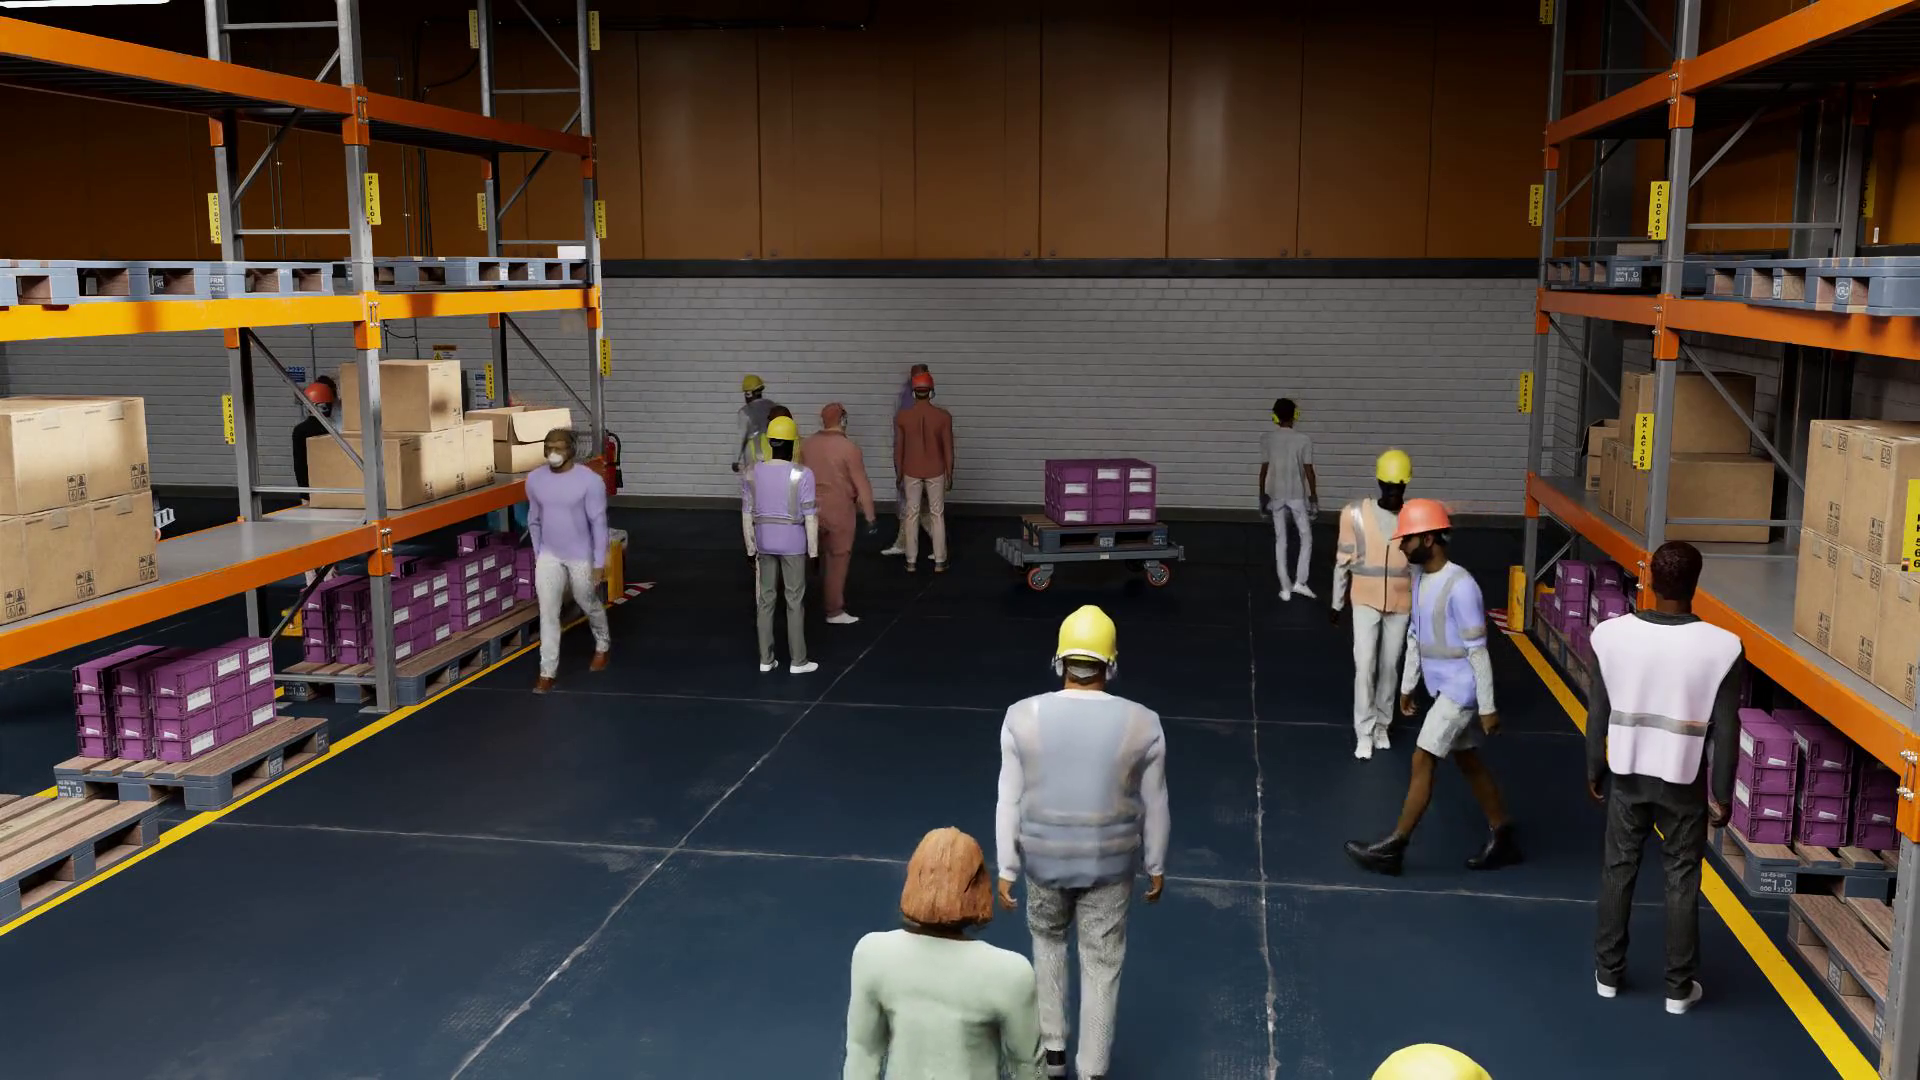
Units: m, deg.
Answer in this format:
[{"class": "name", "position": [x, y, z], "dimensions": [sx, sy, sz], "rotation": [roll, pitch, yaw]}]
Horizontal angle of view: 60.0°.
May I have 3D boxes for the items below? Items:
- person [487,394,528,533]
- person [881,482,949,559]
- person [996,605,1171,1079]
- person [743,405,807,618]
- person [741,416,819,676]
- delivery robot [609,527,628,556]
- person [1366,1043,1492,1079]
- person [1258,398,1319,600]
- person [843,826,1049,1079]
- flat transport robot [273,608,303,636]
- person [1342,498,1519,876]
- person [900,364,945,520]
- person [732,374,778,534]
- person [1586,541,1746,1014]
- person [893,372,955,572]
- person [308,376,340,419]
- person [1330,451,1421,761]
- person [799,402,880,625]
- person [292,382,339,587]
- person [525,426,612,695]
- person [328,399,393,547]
[{"class": "person", "position": [-4.456, -0.602, 16.709], "dimensions": [0.859, 1.811, 0.568], "rotation": [-5, 10, -28]}, {"class": "person", "position": [-0.445, -0.593, 17.301], "dimensions": [0.694, 1.600, 0.553], "rotation": [-1, 9, -5]}, {"class": "person", "position": [0.451, 1.122, 6.028], "dimensions": [0.616, 1.809, 0.618], "rotation": [1, 9, 7]}, {"class": "person", "position": [-1.554, -0.245, 14.377], "dimensions": [0.623, 1.844, 0.429], "rotation": [-2, 10, -15]}, {"class": "person", "position": [-1.315, 0.044, 12.321], "dimensions": [0.594, 1.926, 0.367], "rotation": [3, 10, 18]}, {"class": "delivery robot", "position": [-3.483, 0.046, 16.245], "dimensions": [0.477, 0.478, 0.707], "rotation": [0, 9, 3]}, {"class": "person", "position": [0.750, 1.674, 2.770], "dimensions": [0.522, 1.769, 0.311], "rotation": [-9, 13, -43]}, {"class": "person", "position": [2.967, -0.356, 15.094], "dimensions": [0.570, 1.835, 0.459], "rotation": [4, 10, 25]}, {"class": "person", "position": [-0.032, 1.518, 4.296], "dimensions": [0.518, 1.583, 0.896], "rotation": [4, 10, 22]}, {"class": "flat transport robot", "position": [-5.118, 0.587, 14.073], "dimensions": [0.652, 0.197, 1.431], "rotation": [2, 9, 9]}, {"class": "person", "position": [2.364, 0.734, 8.205], "dimensions": [0.981, 1.869, 0.581], "rotation": [-1, 9, -4]}, {"class": "person", "position": [-0.418, -1.150, 19.808], "dimensions": [0.662, 1.885, 0.678], "rotation": [-1, 9, -6]}, {"class": "person", "position": [-2.303, -0.972, 18.924], "dimensions": [0.411, 1.822, 0.624], "rotation": [8, 12, 39]}, {"class": "person", "position": [2.832, 0.957, 6.748], "dimensions": [0.588, 1.913, 0.378], "rotation": [6, 11, 35]}, {"class": "person", "position": [-0.355, -0.673, 16.538], "dimensions": [0.608, 1.996, 0.376], "rotation": [0, 9, 2]}, {"class": "person", "position": [-7.219, -0.991, 19.110], "dimensions": [0.433, 1.806, 0.705], "rotation": [0, 9, -3]}, {"class": "person", "position": [2.603, 0.405, 10.174], "dimensions": [0.625, 1.895, 0.796], "rotation": [1, 9, 8]}, {"class": "person", "position": [-1.004, -0.221, 14.085], "dimensions": [0.700, 1.891, 0.490], "rotation": [9, 13, 43]}, {"class": "person", "position": [-5.717, -0.413, 14.934], "dimensions": [0.609, 1.996, 0.379], "rotation": [7, 11, 36]}, {"class": "person", "position": [-2.817, 0.102, 12.106], "dimensions": [0.644, 1.899, 1.005], "rotation": [2, 9, 11]}, {"class": "person", "position": [-6.595, -0.867, 18.043], "dimensions": [0.933, 1.908, 0.634], "rotation": [7, 11, 36]}]
